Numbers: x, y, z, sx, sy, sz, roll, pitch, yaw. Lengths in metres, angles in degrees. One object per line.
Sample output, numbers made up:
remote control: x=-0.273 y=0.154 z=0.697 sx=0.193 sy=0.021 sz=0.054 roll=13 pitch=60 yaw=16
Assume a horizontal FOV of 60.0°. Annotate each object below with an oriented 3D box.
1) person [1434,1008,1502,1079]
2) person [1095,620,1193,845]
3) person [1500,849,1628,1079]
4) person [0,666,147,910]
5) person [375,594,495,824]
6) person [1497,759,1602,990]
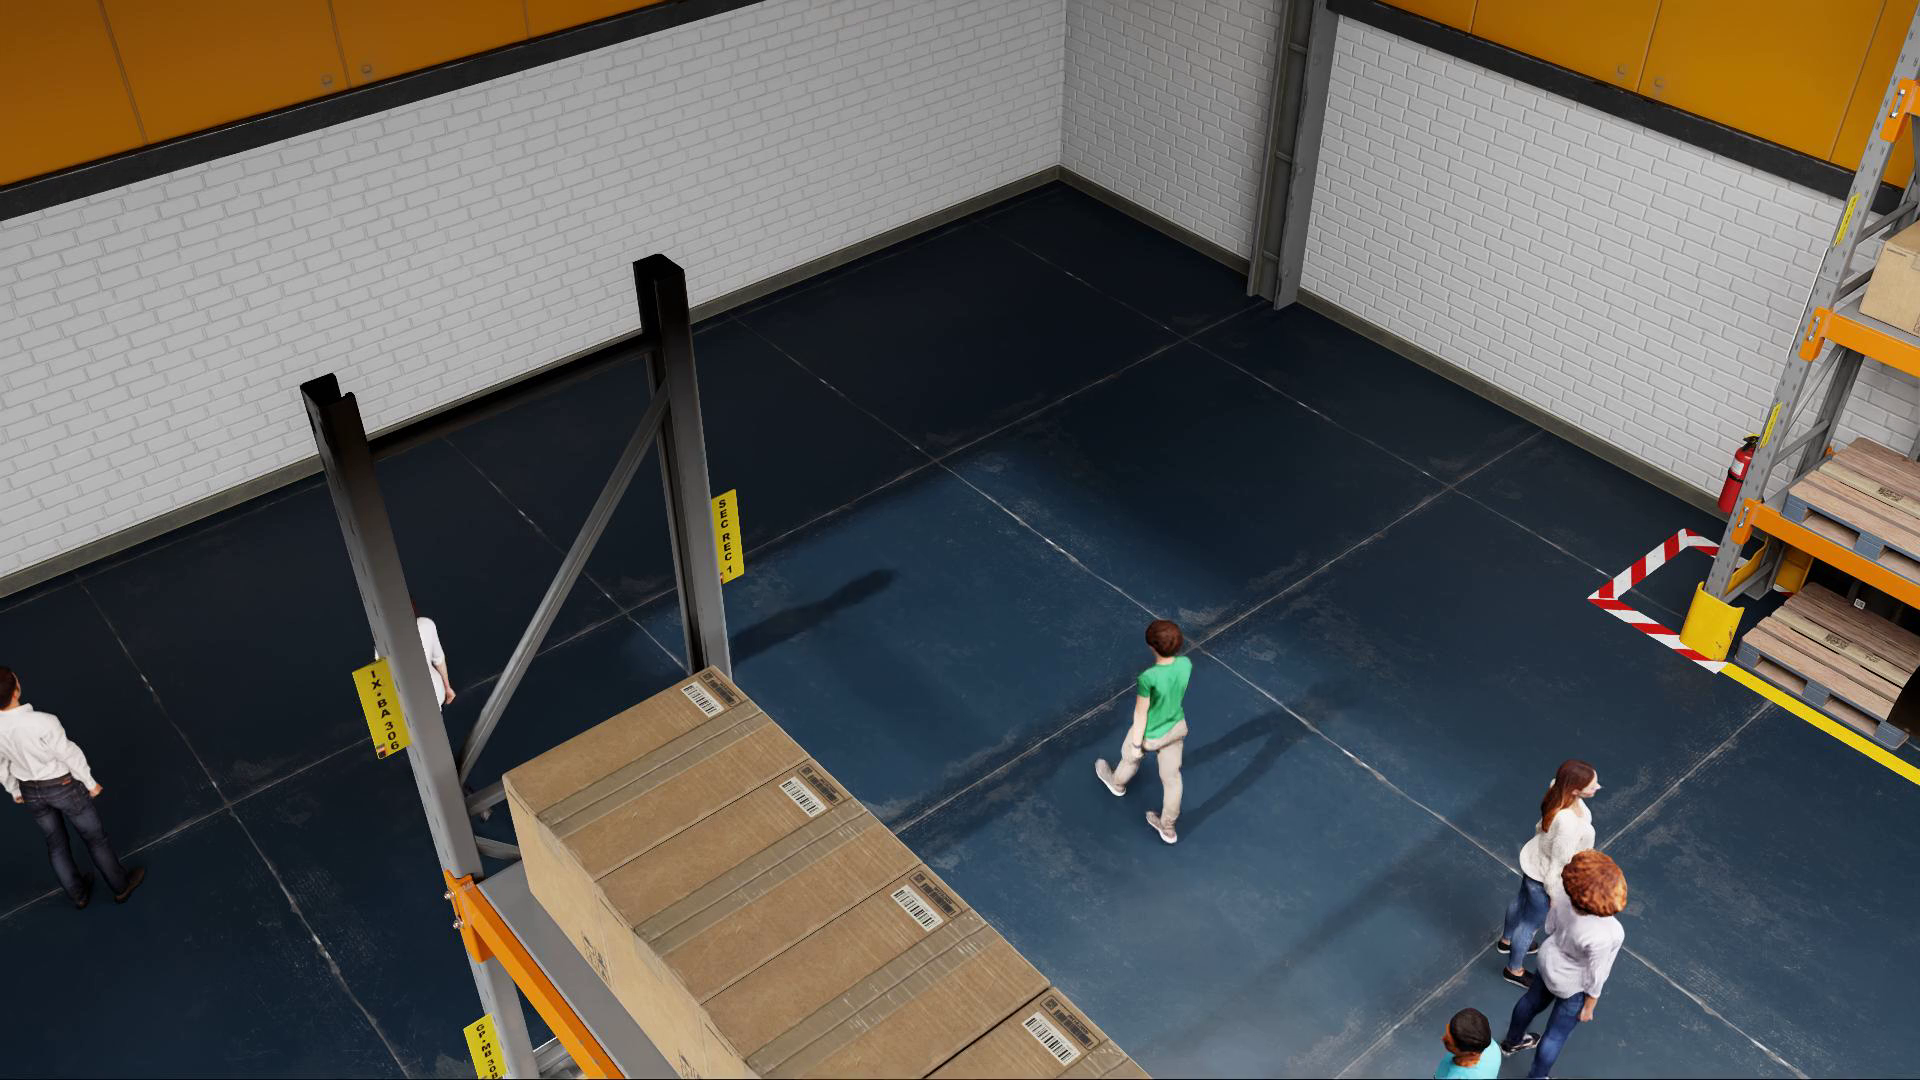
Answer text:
person: x=2.465 y=2.893 z=8.055 sx=0.733 sy=1.755 sz=0.731 roll=23 pitch=44 yaw=26
person: x=1.280 y=1.225 z=10.249 sx=0.727 sy=1.623 sz=1.037 roll=-20 pitch=43 yaw=-23
person: x=3.217 y=2.288 z=8.848 sx=0.804 sy=1.711 sz=0.697 roll=-7 pitch=39 yaw=-9
person: x=-5.320 y=1.467 z=9.747 sx=0.740 sy=1.871 sz=0.758 roll=-2 pitch=39 yaw=-3
person: x=-3.289 y=1.069 z=10.329 sx=1.170 sy=1.766 sz=0.828 roll=22 pitch=44 yaw=25
person: x=3.316 y=1.863 z=9.395 sx=0.745 sy=1.691 sz=0.705 roll=7 pitch=39 yaw=9
